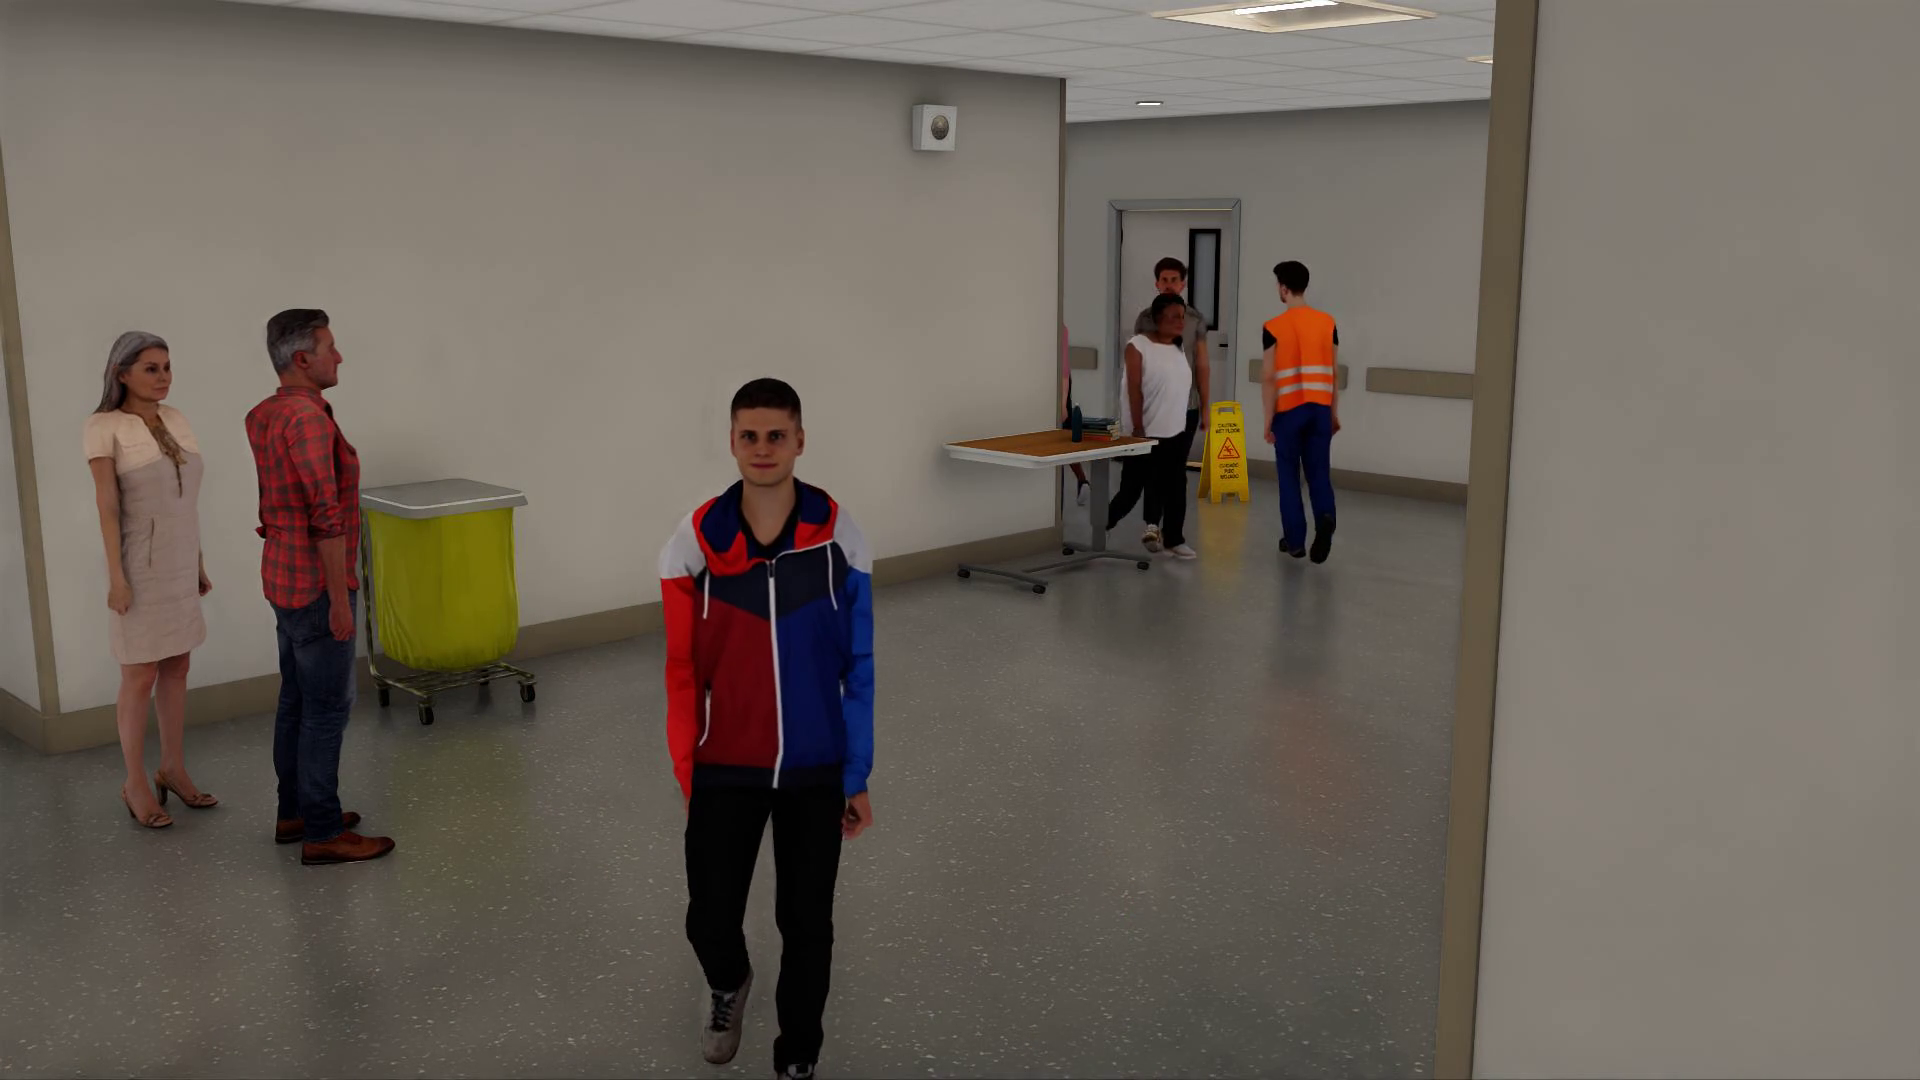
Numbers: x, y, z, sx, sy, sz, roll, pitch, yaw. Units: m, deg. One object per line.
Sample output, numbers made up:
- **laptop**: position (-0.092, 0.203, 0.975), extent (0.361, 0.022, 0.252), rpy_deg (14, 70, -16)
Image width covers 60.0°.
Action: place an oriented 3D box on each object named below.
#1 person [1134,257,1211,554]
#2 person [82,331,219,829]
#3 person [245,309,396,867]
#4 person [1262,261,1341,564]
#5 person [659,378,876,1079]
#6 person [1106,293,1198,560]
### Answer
- **person**: position (1.349, -0.861, 10.767), extent (1.133, 1.862, 1.146), rpy_deg (1, 11, 5)
- **person**: position (-2.846, 0.134, 5.864), extent (0.695, 1.735, 0.686), rpy_deg (3, 11, 18)
- **person**: position (-2.174, 0.144, 5.557), extent (0.778, 1.829, 0.523), rpy_deg (-8, 14, -37)
- **person**: position (2.139, -0.755, 10.222), extent (1.094, 1.857, 1.210), rpy_deg (-1, 11, -6)
- **person**: position (-0.445, 0.496, 3.925), extent (0.821, 1.748, 0.886), rpy_deg (-2, 11, -11)
- **person**: position (1.201, -0.711, 10.504), extent (0.762, 1.666, 1.034), rpy_deg (-6, 13, -31)
